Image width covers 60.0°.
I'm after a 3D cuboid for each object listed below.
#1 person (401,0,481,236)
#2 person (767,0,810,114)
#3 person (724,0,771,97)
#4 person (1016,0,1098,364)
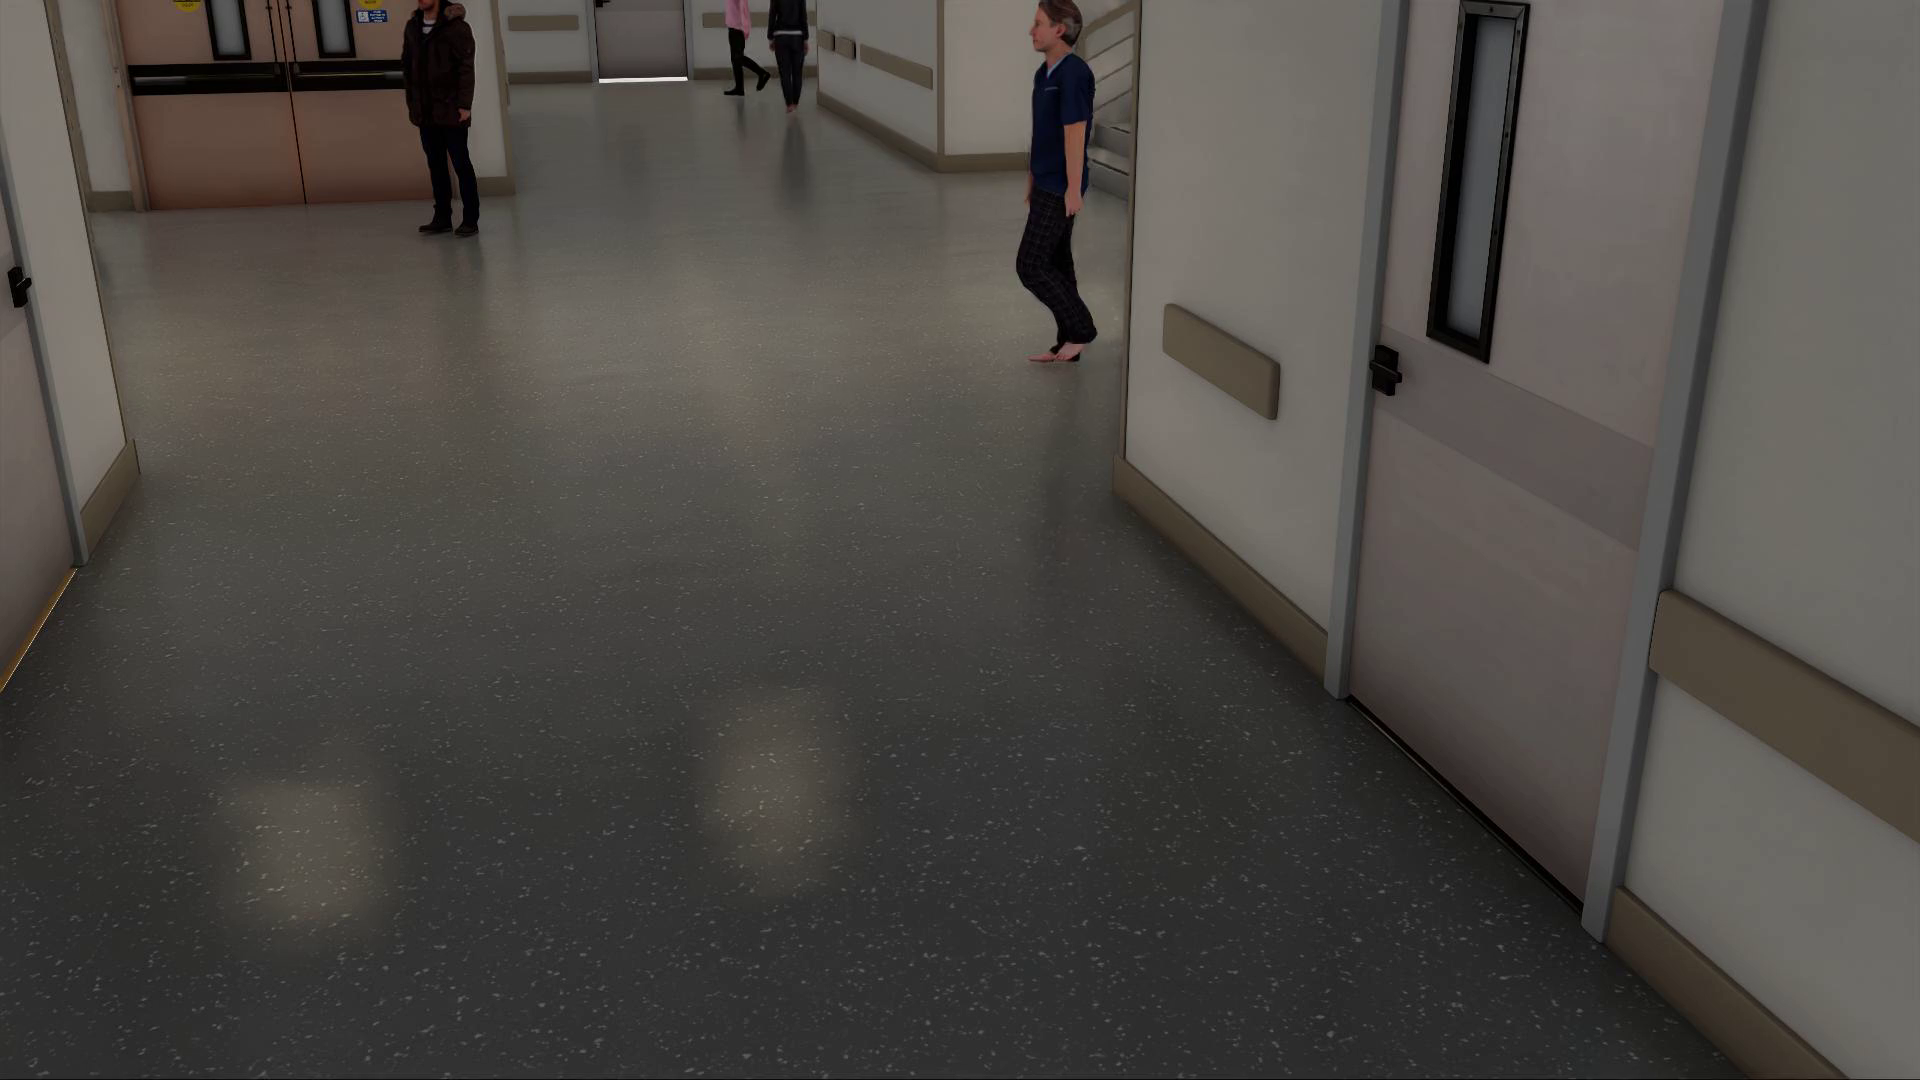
[{"bbox_3d":[-3.776,-3.168,12.132,0.840,1.848,0.935,8,22,19],"label":"person"},{"bbox_3d":[-1.985,-5.799,19.313,1.027,1.683,0.747,-3,21,-8],"label":"person"},{"bbox_3d":[-2.753,-6.542,21.285,0.844,1.674,0.644,-8,22,-19],"label":"person"},{"bbox_3d":[0.582,-1.782,8.465,0.669,1.854,0.669,-5,21,-13],"label":"person"}]
